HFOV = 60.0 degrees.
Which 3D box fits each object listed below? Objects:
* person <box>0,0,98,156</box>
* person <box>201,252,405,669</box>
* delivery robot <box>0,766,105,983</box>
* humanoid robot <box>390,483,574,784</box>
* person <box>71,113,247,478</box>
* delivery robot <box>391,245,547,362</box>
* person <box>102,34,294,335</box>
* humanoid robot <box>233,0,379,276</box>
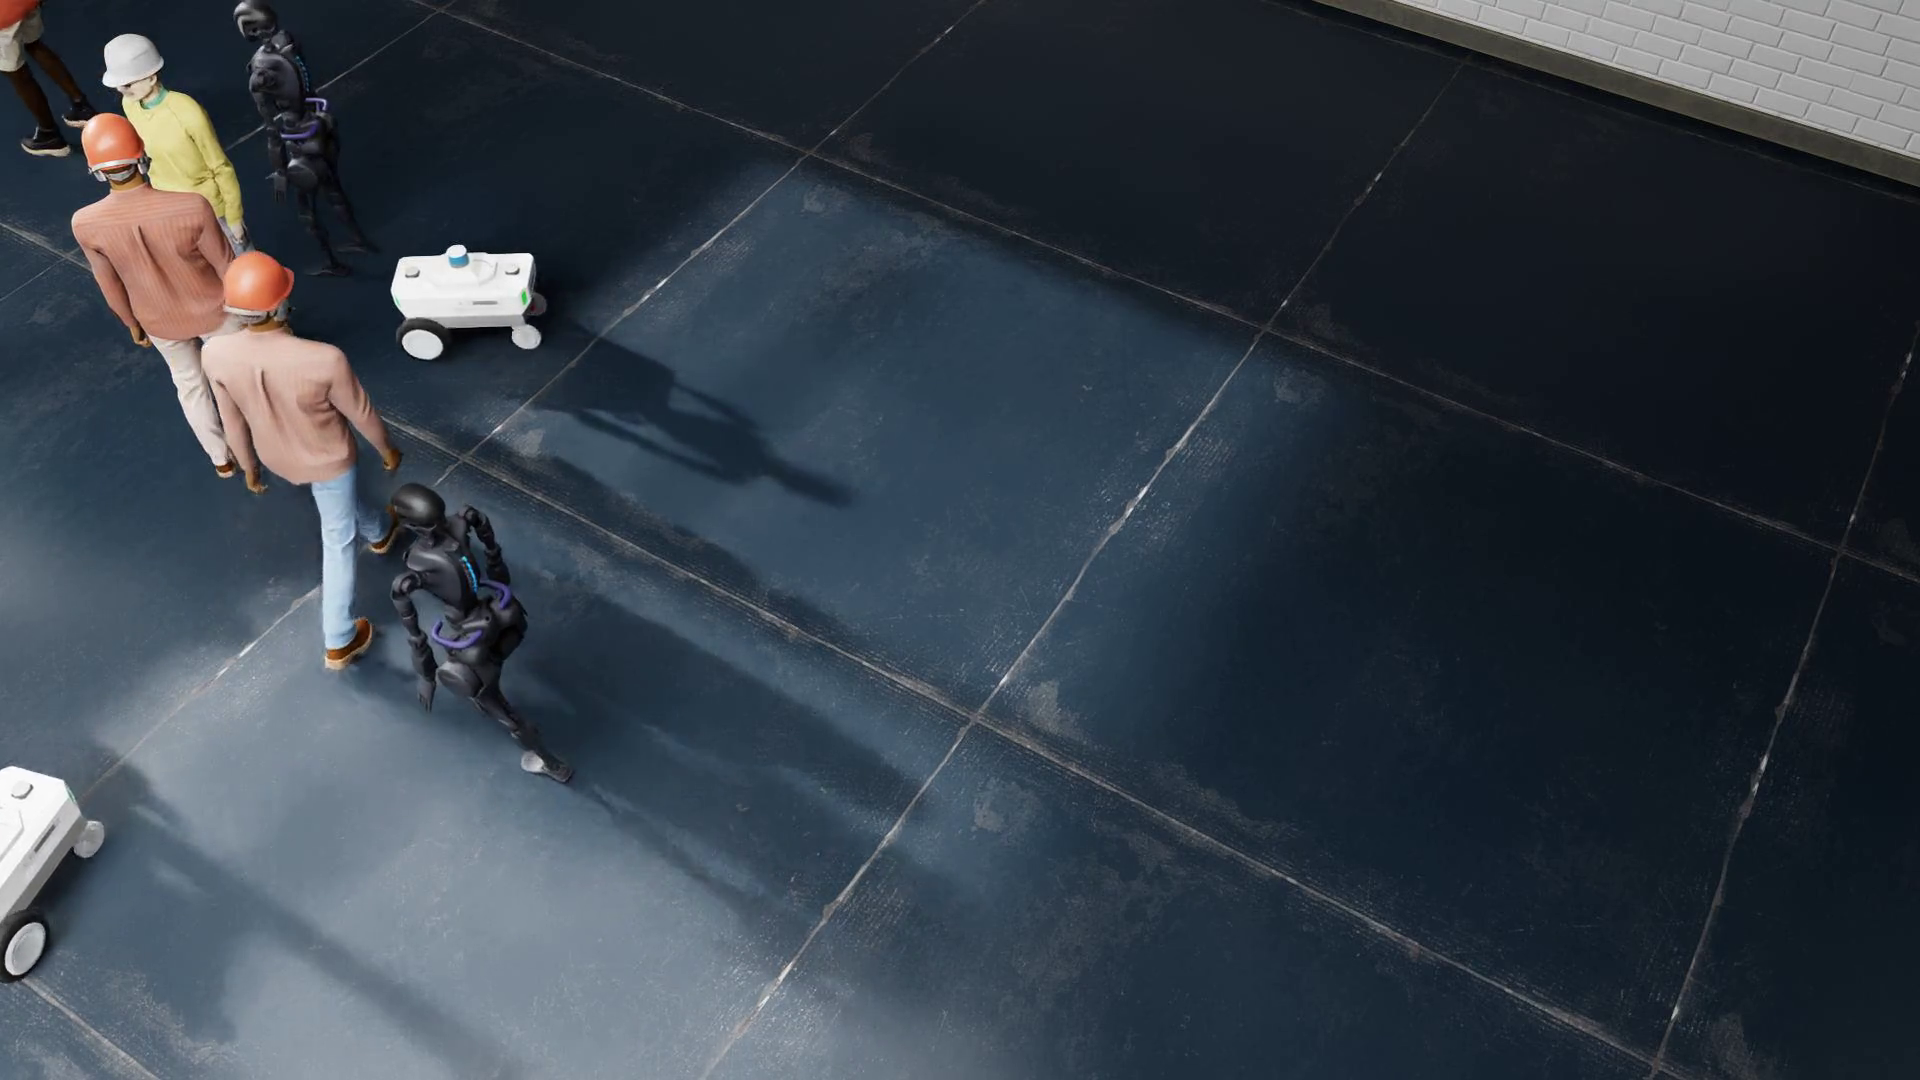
[{"bbox_3d":[-5.415,-3.024,9.337,0.445,1.958,0.626,10,50,8],"label":"person"},{"bbox_3d":[-2.738,-0.368,7.029,0.634,1.941,1.027,7,49,6],"label":"person"},{"bbox_3d":[-3.772,1.294,6.501,0.499,0.603,0.803,12,50,11],"label":"delivery robot"},{"bbox_3d":[-1.972,0.360,6.582,0.720,1.635,0.585,19,52,16],"label":"humanoid robot"},{"bbox_3d":[-3.537,-1.068,7.613,0.611,1.986,0.403,-9,49,-7],"label":"person"},{"bbox_3d":[-2.598,-1.289,8.746,0.773,0.586,0.499,-2,49,-2],"label":"delivery robot"},{"bbox_3d":[-3.744,-1.656,8.191,0.485,1.884,0.402,16,51,13],"label":"person"},{"bbox_3d":[-3.460,-2.075,8.694,0.382,1.649,0.589,3,49,2],"label":"humanoid robot"}]
